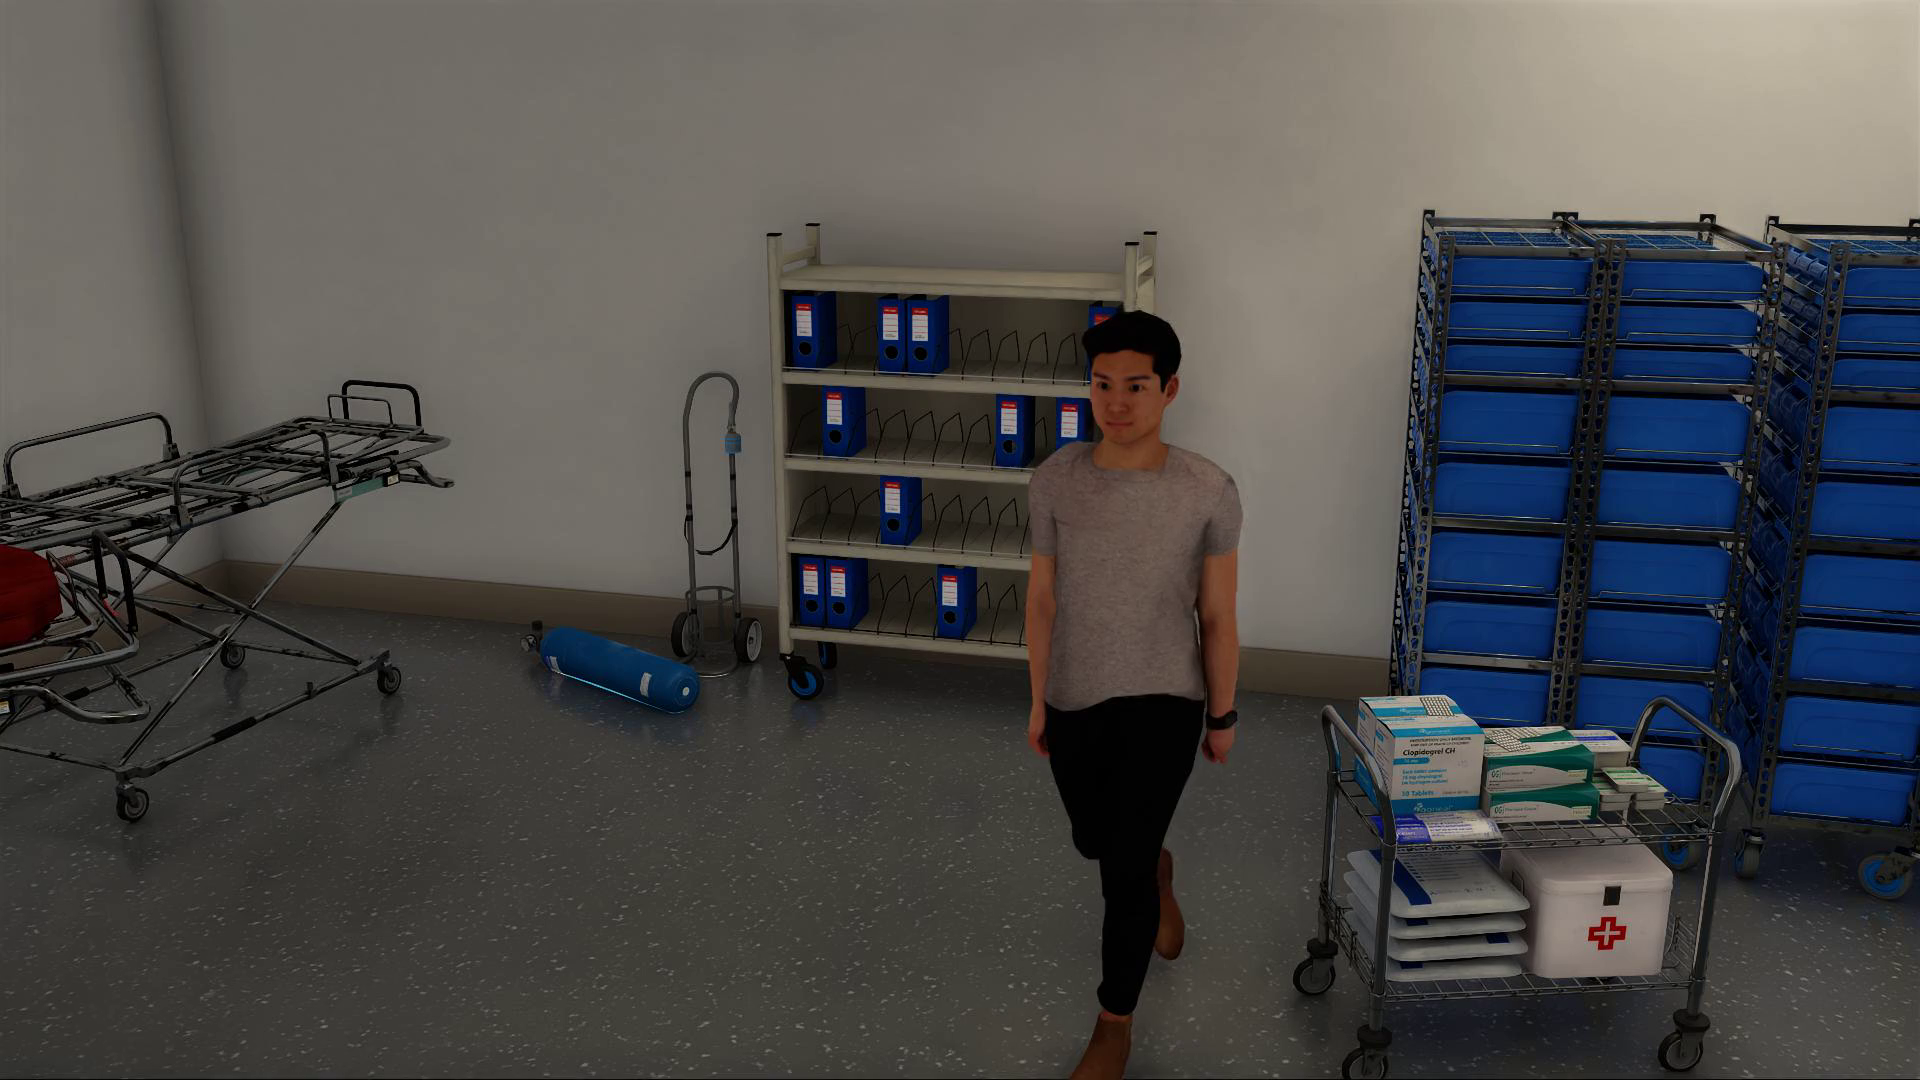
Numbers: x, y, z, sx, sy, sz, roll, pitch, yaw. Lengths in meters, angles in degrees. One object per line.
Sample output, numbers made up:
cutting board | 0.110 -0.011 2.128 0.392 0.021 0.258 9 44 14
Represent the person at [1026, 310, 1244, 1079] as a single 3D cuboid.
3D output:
person | 0.394 0.333 3.658 0.714 1.674 1.105 6 17 21
